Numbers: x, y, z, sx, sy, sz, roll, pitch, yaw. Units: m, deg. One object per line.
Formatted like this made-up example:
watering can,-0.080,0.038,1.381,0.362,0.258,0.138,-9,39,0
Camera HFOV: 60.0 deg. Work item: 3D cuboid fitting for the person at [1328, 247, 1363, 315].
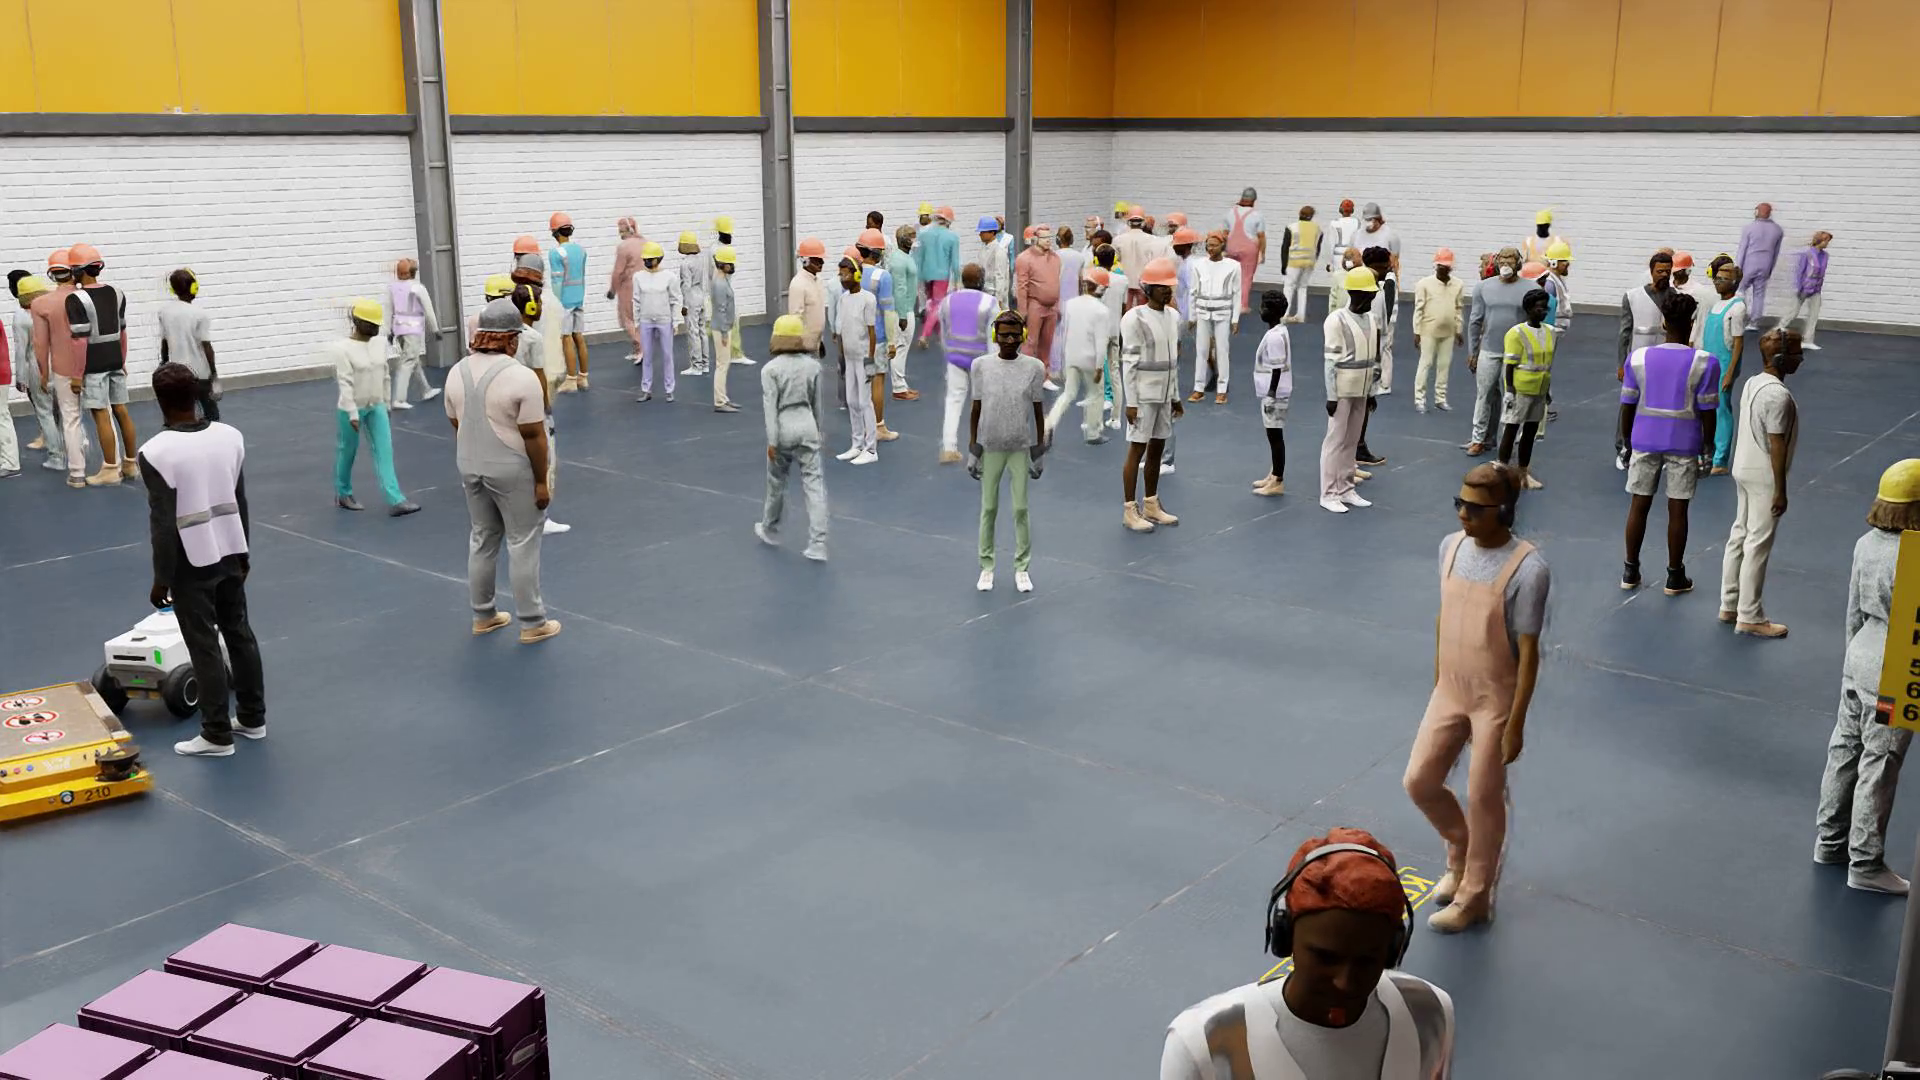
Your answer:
person,4.519,-2.583,19.322,0.507,1.631,0.268,9,16,31

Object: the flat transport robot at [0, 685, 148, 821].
flat transport robot,-4.383,0.963,7.913,0.652,0.197,1.431,-10,17,-36

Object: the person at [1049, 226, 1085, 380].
person,1.247,-2.827,19.894,0.518,1.836,0.346,-7,16,-27

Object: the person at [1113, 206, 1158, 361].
person,2.254,-3.294,21.449,0.611,1.990,0.399,3,14,11

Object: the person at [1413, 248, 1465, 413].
person,5.101,-2.219,17.662,0.599,1.745,0.345,-3,14,-13

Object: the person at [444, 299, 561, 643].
person,-2.670,-0.424,9.867,0.684,2.000,0.536,7,16,26

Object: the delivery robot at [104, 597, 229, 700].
delivery robot,-4.181,0.546,8.814,0.477,0.478,0.707,2,14,8

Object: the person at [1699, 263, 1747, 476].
person,6.606,-1.482,14.491,0.336,1.846,0.514,0,14,0

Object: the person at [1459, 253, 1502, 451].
person,4.963,-1.753,15.578,0.390,1.843,0.563,9,17,31

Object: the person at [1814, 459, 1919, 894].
person,3.701,0.536,6.633,0.290,1.746,0.486,0,14,-1

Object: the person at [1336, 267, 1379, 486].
person,3.368,-1.393,14.137,0.326,1.843,0.515,8,16,30

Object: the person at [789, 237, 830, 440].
person,-1.429,-1.874,15.805,0.440,1.980,0.632,3,14,14

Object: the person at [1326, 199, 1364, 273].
person,5.956,-4.325,25.777,0.575,1.883,0.355,-3,14,-12

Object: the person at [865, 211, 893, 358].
person,-1.059,-3.292,21.577,0.379,1.917,0.597,-7,16,-27

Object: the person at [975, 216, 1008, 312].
person,0.370,-2.948,20.158,0.417,1.940,0.607,-6,15,-23

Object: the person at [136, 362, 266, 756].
person,-3.648,0.100,8.026,0.389,1.916,0.590,5,15,19

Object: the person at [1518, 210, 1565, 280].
person,7.943,-3.563,22.757,1.011,1.881,0.600,-13,19,-42

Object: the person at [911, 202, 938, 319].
person,-0.527,-4.347,25.983,0.590,1.825,0.403,9,17,32

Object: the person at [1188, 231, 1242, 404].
person,2.779,-2.433,18.214,0.578,1.882,0.346,7,15,24

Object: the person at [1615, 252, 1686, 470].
person,6.113,-1.580,14.735,0.587,1.920,0.391,0,14,0

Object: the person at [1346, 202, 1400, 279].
person,5.342,-3.413,21.812,0.708,2.000,0.665,10,17,34

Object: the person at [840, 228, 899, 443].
person,-0.852,-1.963,16.014,0.616,2.041,0.382,10,17,36

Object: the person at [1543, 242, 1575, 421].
person,6.109,-2.157,17.215,0.403,1.830,0.601,6,15,23

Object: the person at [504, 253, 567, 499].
person,-3.530,-1.375,13.667,0.540,2.000,0.726,4,15,17

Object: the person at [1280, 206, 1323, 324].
person,5.226,-4.218,25.544,0.642,1.805,0.434,-3,14,-11

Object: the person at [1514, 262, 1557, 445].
person,5.454,-1.778,15.882,0.352,1.740,0.563,12,18,39

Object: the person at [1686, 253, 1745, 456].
person,6.866,-1.669,15.191,0.530,1.869,0.311,11,18,38

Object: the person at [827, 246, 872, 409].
person,-1.132,-2.266,17.826,0.560,1.744,0.332,4,15,15

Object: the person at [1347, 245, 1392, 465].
person,3.663,-1.665,14.978,0.361,1.963,0.612,-2,14,-6

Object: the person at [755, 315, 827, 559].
person,-1.201,-0.741,11.821,0.492,1.686,0.899,-9,16,-31

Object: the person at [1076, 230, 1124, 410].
person,1.534,-2.359,17.853,0.392,1.917,0.591,-8,16,-28

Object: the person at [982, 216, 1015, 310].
person,0.580,-4.131,25.495,0.525,1.639,0.307,2,14,8

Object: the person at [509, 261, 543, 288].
person,-5.277,-2.836,20.319,0.514,1.641,0.309,8,16,30

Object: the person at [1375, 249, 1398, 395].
person,4.794,-2.464,18.835,0.306,1.640,0.522,1,14,4

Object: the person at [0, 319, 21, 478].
person,-8.425,-1.408,14.416,0.355,1.739,0.571,-11,18,-37

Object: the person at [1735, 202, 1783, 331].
person,11.704,-4.009,24.497,0.658,1.896,0.429,-1,14,-3

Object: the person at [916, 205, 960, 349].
person,-0.349,-3.595,22.767,0.636,1.948,0.941,9,17,32
